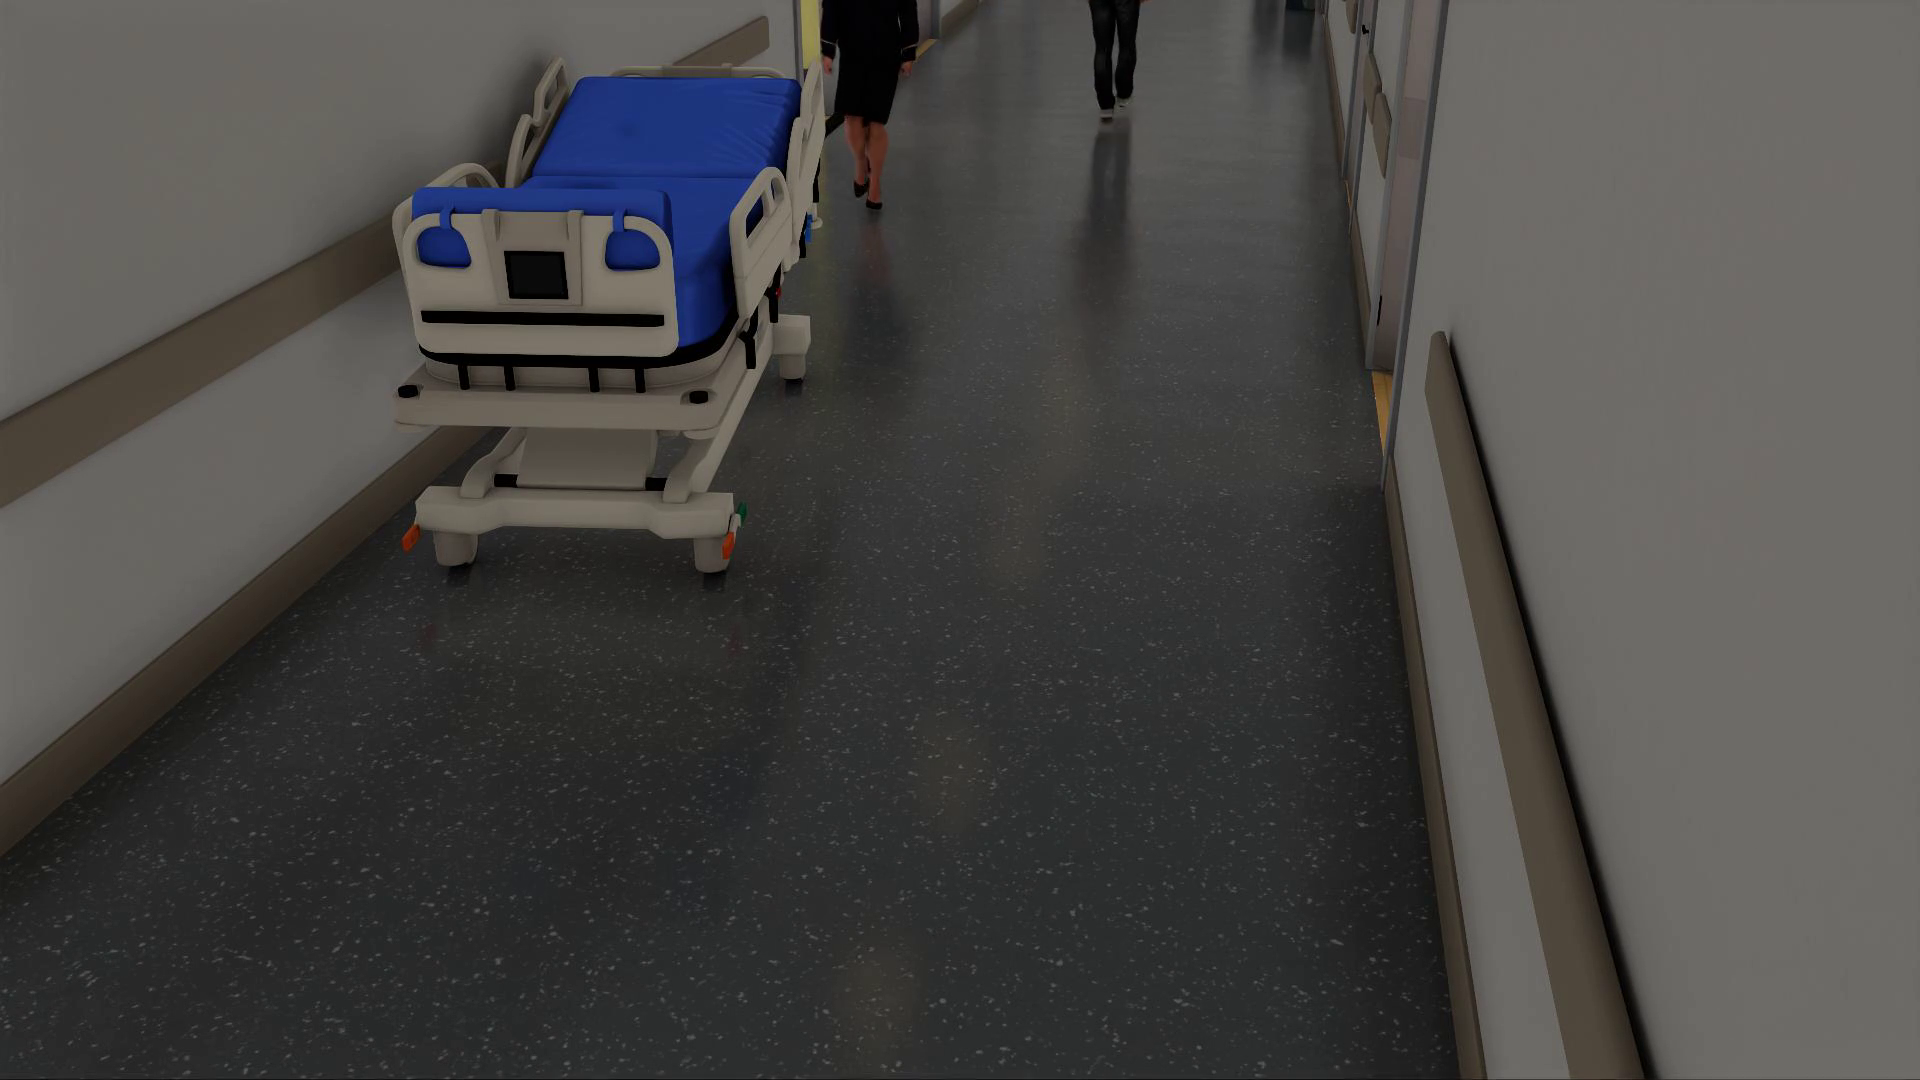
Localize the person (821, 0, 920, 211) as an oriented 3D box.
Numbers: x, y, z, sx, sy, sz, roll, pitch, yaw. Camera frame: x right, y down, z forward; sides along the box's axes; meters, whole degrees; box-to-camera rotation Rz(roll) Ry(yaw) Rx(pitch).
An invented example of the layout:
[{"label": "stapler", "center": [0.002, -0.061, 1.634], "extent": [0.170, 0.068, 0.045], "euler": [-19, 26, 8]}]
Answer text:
[{"label": "person", "center": [-0.508, -2.721, 9.441], "extent": [0.664, 1.652, 0.820], "euler": [0, 26, 0]}]

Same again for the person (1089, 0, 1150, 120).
[{"label": "person", "center": [1.067, -3.864, 11.648], "extent": [0.837, 1.794, 0.774], "euler": [6, 26, 12]}]
